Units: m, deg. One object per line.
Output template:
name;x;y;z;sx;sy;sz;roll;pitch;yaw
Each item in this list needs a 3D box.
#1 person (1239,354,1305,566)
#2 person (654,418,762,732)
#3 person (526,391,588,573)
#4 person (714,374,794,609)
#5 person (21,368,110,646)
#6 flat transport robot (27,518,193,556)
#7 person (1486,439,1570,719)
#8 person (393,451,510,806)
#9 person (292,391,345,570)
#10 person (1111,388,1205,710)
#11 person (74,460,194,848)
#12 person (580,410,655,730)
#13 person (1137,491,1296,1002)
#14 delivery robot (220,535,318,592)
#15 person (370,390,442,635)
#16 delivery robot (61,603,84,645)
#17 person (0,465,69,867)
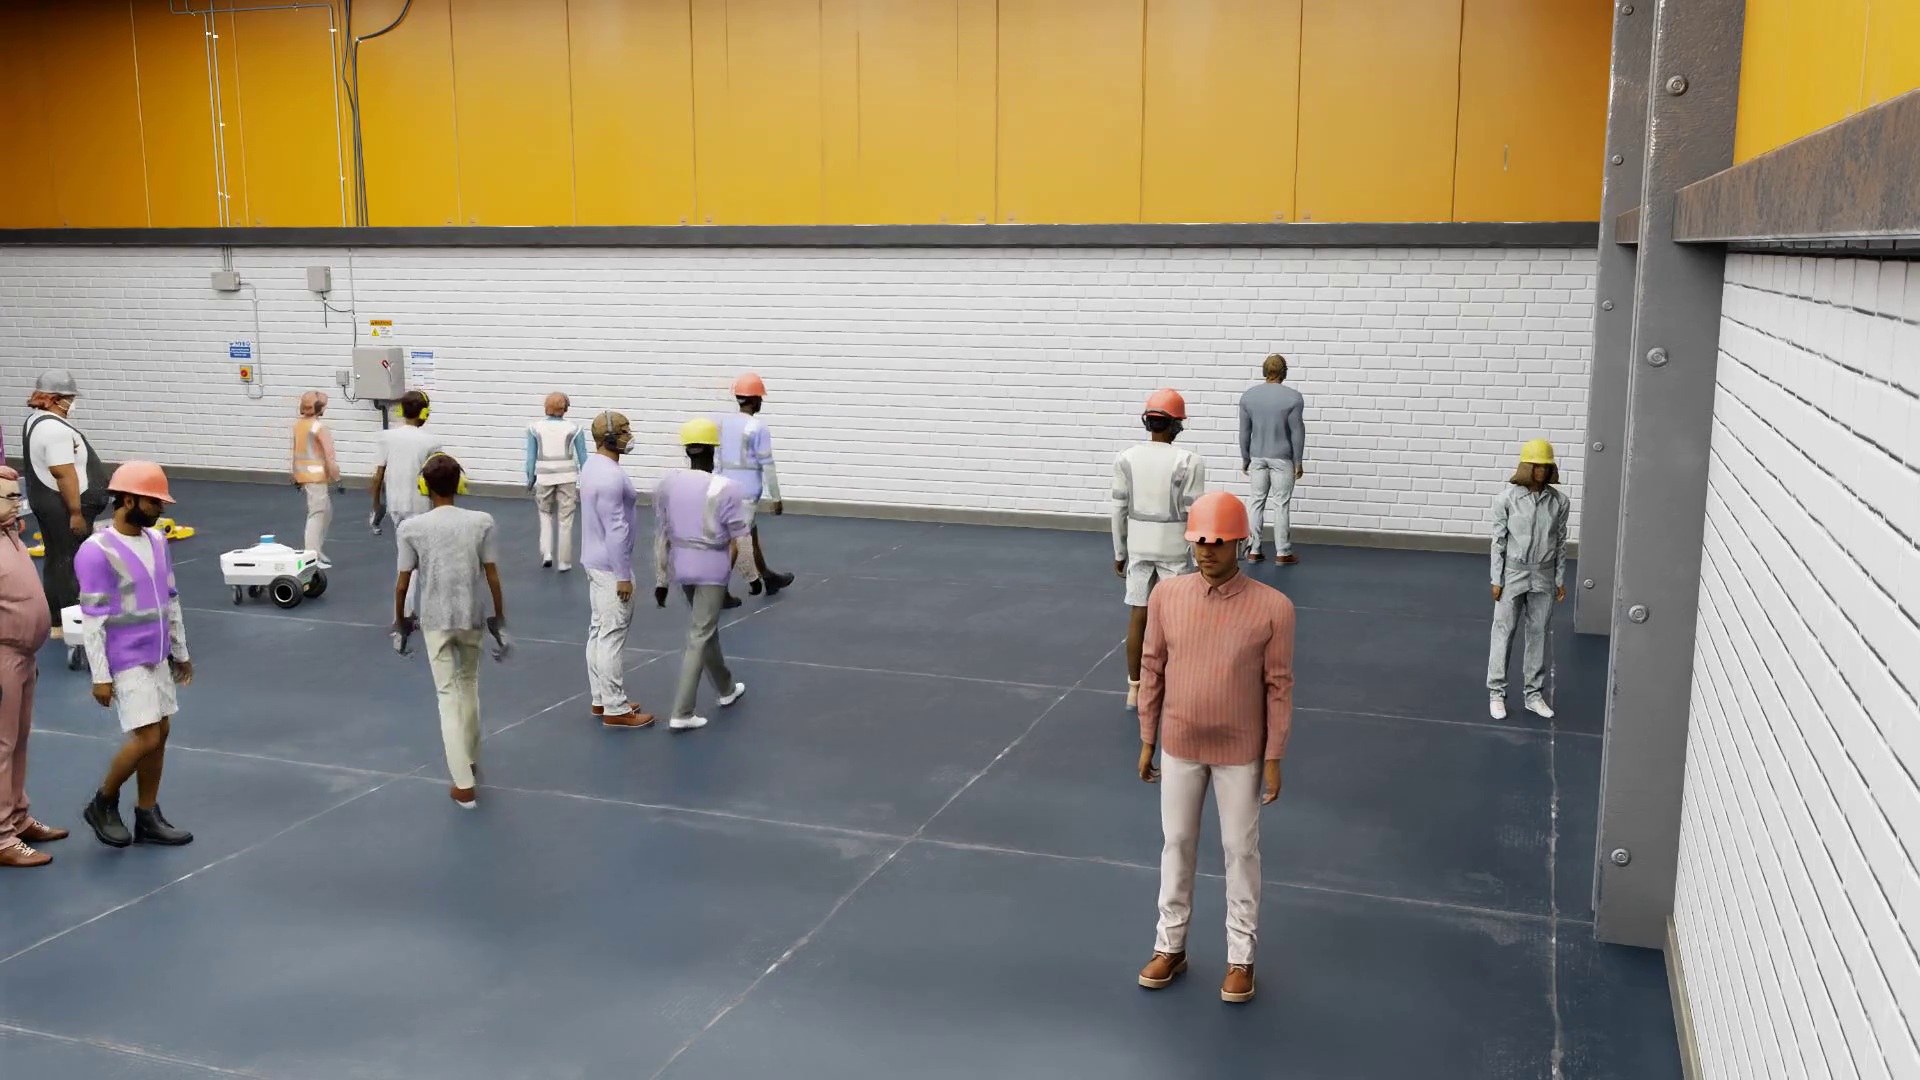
person;2.854;-0.731;15.227;0.627;1.940;0.372;7;12;33
person;-1.558;0.194;10.213;0.590;1.874;0.934;6;12;31
person;-3.588;-0.520;14.895;0.550;1.624;0.405;-1;10;-4
person;-1.708;-0.407;13.566;0.567;1.878;1.000;10;14;43
person;-6.555;-0.255;12.253;0.538;2.000;0.682;-10;14;-44
flat transport robot;-8.202;-0.043;16.047;0.652;0.197;1.431;4;11;19
person;3.519;0.242;10.290;0.487;1.746;0.288;-1;10;-6
person;-2.731;0.446;8.854;0.563;1.841;0.796;-5;11;-28
person;-5.776;-0.530;14.995;0.535;1.622;0.487;9;14;42
person;1.260;0.070;10.427;0.615;2.038;0.395;5;11;28
person;-3.957;0.566;8.020;0.419;1.908;0.546;2;10;9
person;-2.112;0.176;10.112;0.371;1.941;0.627;-4;11;-23
person;0.981;0.794;6.477;0.612;1.995;0.376;4;11;23
delivery robot;-5.646;0.204;13.590;0.707;0.478;0.477;1;10;4
person;-4.151;-0.224;12.646;0.540;1.832;0.688;2;10;11
delivery robot;-5.852;0.569;11.537;0.707;0.478;0.477;3;10;16
person;-4.532;0.587;7.906;0.407;1.905;0.639;-3;10;-15
